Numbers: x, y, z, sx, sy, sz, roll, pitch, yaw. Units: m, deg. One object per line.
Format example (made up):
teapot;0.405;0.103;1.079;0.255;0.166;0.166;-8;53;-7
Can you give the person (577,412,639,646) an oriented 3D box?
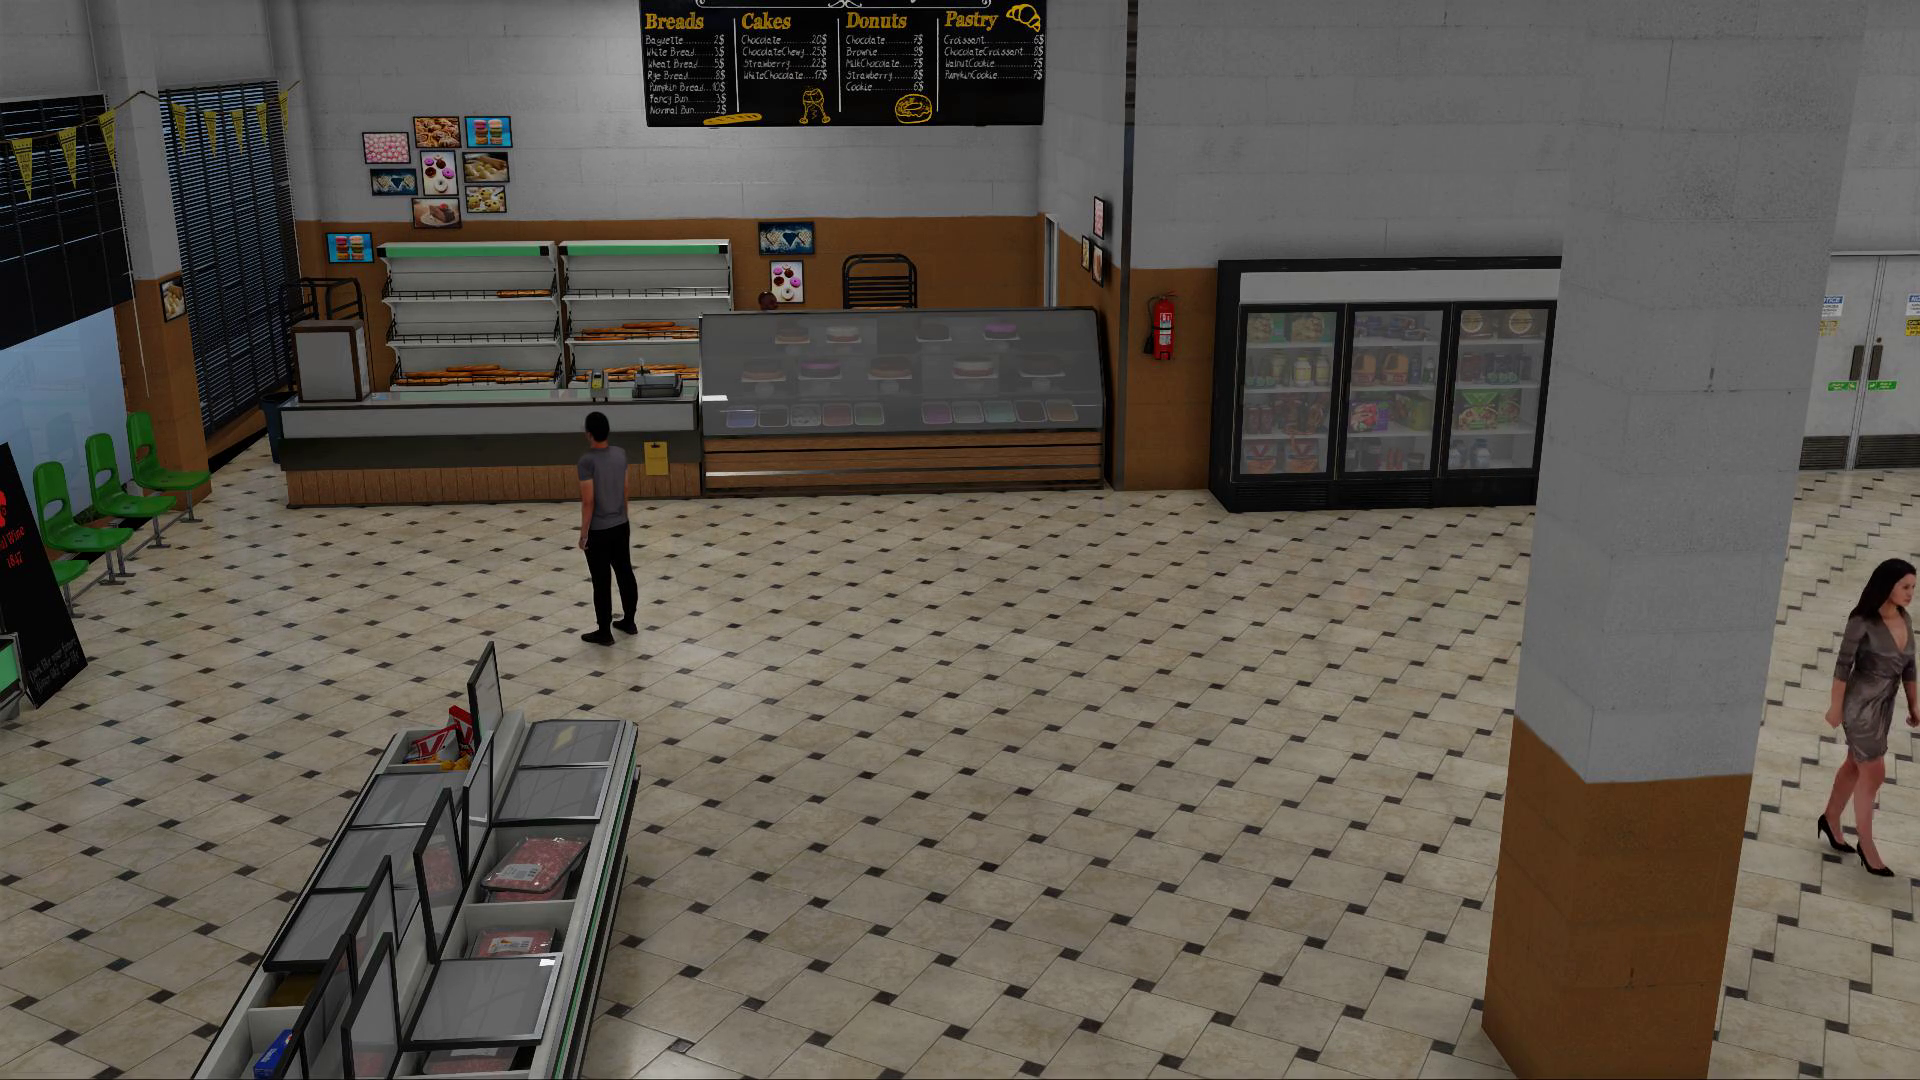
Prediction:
person;-2.642;-0.102;12.417;0.767;1.755;0.686;11;20;33

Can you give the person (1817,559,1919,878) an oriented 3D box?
person;4.913;0.914;9.114;0.775;1.730;0.889;-8;19;-25
